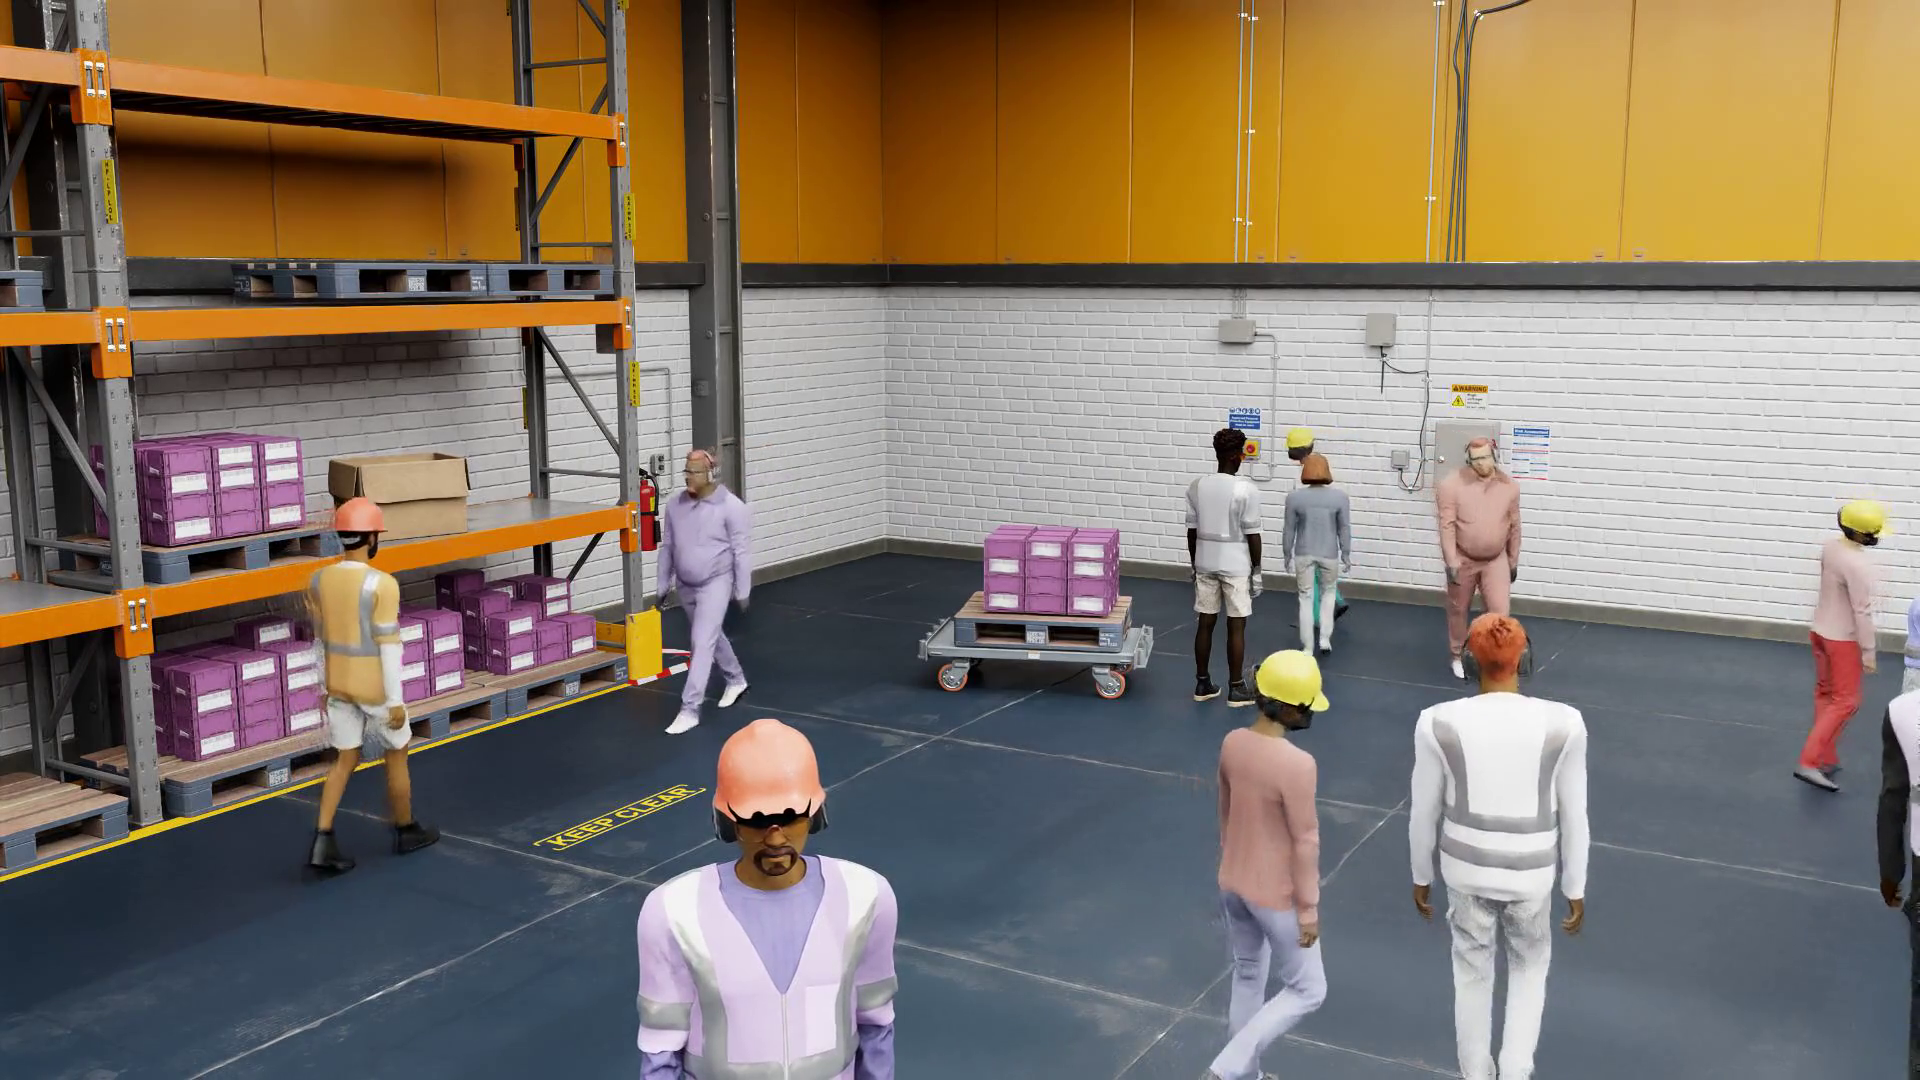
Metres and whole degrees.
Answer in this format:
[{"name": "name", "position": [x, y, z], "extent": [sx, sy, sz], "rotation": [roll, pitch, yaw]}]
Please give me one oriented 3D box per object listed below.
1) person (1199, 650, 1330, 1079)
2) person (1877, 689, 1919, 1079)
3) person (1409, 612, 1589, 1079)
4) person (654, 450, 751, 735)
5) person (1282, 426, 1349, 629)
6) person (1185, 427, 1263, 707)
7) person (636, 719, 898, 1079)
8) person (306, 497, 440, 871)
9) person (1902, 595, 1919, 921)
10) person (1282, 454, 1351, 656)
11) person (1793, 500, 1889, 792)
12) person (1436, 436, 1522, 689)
[{"name": "person", "position": [1.052, 1.232, 5.841], "extent": [0.440, 1.746, 0.571], "rotation": [-4, 10, -25]}, {"name": "person", "position": [3.607, 1.152, 5.952], "extent": [0.604, 1.881, 0.966], "rotation": [4, 10, 25]}, {"name": "person", "position": [1.875, 1.170, 5.836], "extent": [0.597, 1.869, 0.409], "rotation": [3, 9, 15]}, {"name": "person", "position": [-1.737, 0.308, 11.315], "extent": [0.649, 1.866, 1.015], "rotation": [5, 11, 30]}, {"name": "person", "position": [2.994, -0.098, 14.155], "extent": [0.528, 1.737, 0.550], "rotation": [5, 11, 31]}, {"name": "person", "position": [1.865, 0.187, 11.688], "extent": [0.607, 1.966, 0.367], "rotation": [8, 12, 40]}, {"name": "person", "position": [-0.425, 1.406, 3.838], "extent": [0.608, 2.044, 0.371], "rotation": [-3, 10, -18]}, {"name": "person", "position": [-3.046, 0.733, 8.454], "extent": [0.556, 1.913, 0.799], "rotation": [4, 10, 22]}, {"name": "person", "position": [4.636, 0.850, 7.667], "extent": [0.543, 1.928, 0.373], "rotation": [5, 11, 31]}, {"name": "person", "position": [2.816, 0.123, 13.158], "extent": [0.533, 1.616, 0.535], "rotation": [1, 9, 9]}, {"name": "person", "position": [5.183, 0.603, 9.846], "extent": [0.441, 1.722, 0.647], "rotation": [1, 9, 4]}, {"name": "person", "position": [3.816, 0.170, 12.151], "extent": [0.656, 1.846, 1.016], "rotation": [0, 9, 0]}]
